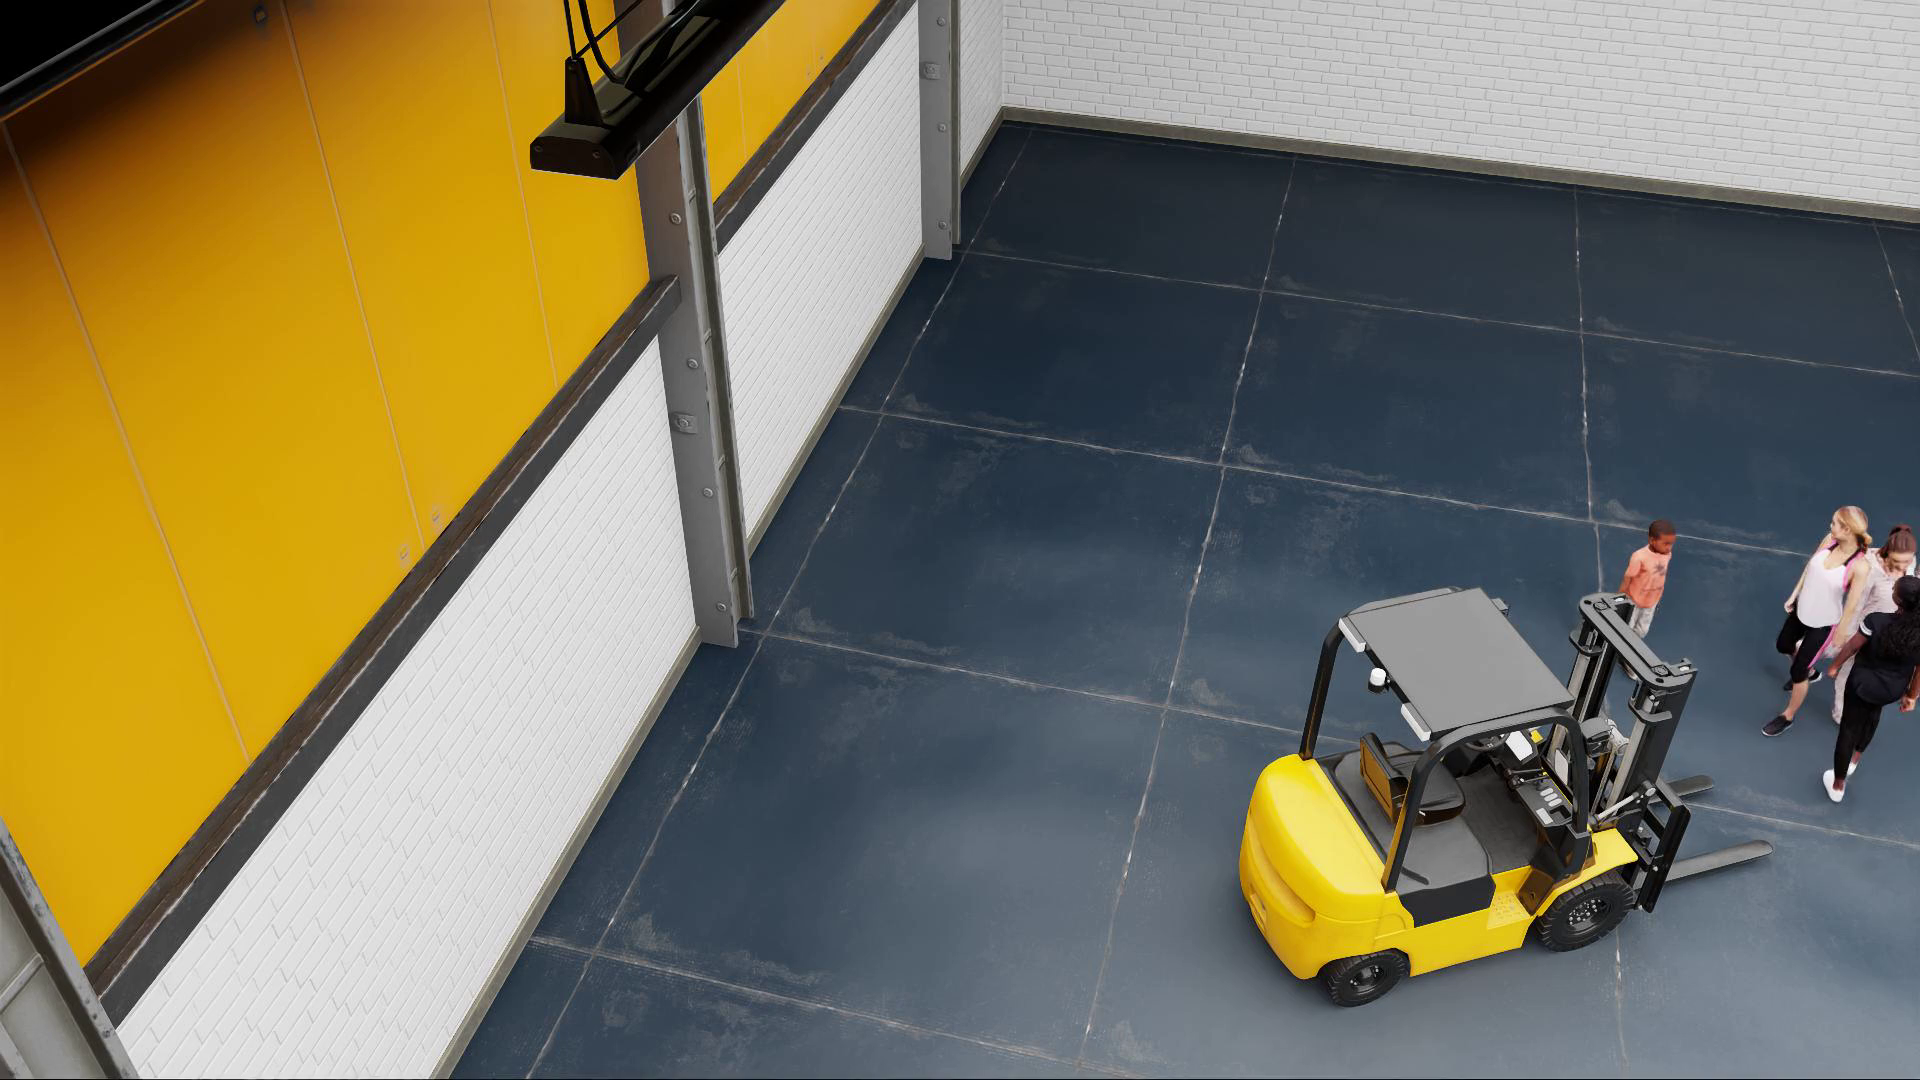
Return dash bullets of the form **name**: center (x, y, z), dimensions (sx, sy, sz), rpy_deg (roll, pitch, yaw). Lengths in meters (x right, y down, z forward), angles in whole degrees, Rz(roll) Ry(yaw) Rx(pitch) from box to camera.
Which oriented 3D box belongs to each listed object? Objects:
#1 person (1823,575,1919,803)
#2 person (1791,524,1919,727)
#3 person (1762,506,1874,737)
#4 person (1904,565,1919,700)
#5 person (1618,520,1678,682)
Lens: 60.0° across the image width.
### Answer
- **person**: center (5.854, 0.990, 10.600), dimensions (0.650, 1.724, 0.737), rpy_deg (7, 39, 9)
- **person**: center (6.053, 0.513, 11.250), dimensions (1.008, 1.658, 1.106), rpy_deg (-18, 42, -21)
- **person**: center (5.794, 0.490, 11.196), dimensions (0.899, 1.762, 0.889), rpy_deg (-15, 41, -18)
- **person**: center (6.686, 0.339, 11.337), dimensions (0.721, 1.822, 0.672), rpy_deg (-23, 44, -26)
- **person**: center (4.757, 0.357, 11.736), dimensions (0.711, 1.295, 0.838), rpy_deg (-11, 40, -13)
